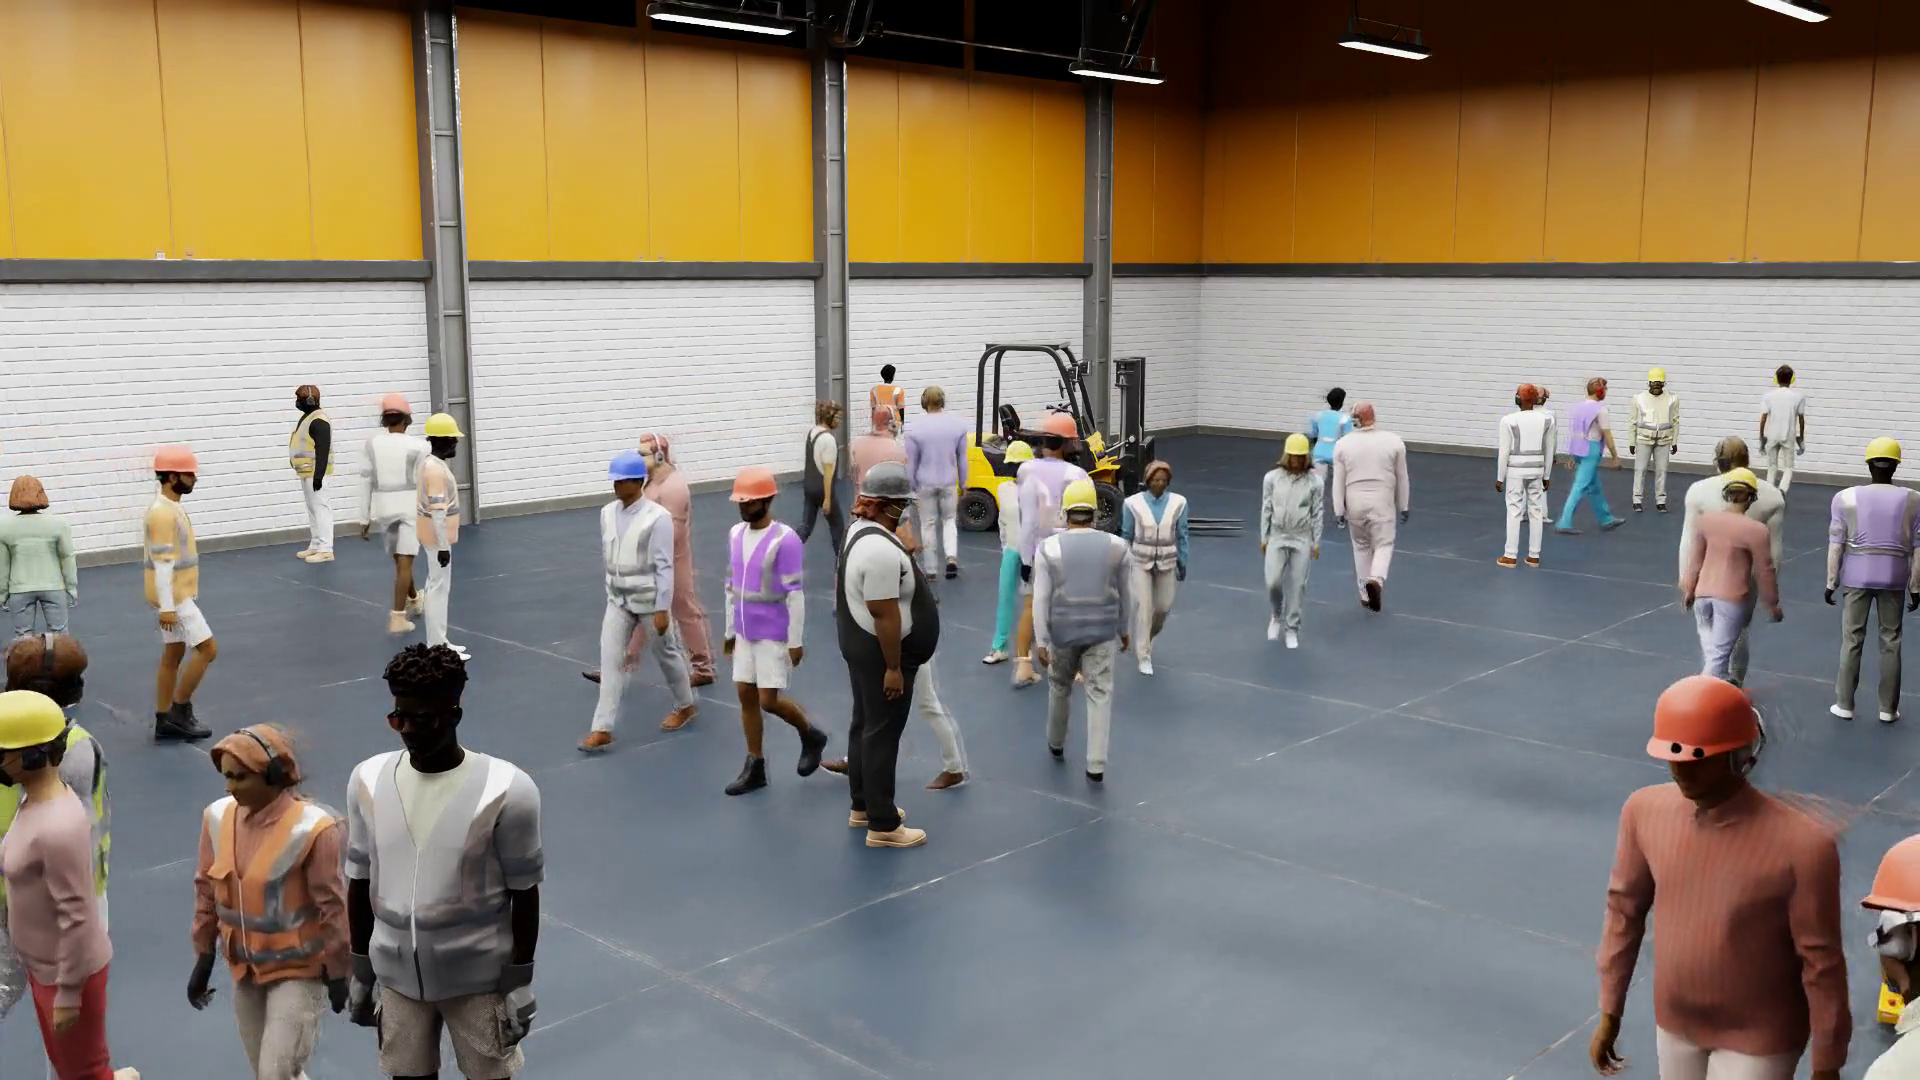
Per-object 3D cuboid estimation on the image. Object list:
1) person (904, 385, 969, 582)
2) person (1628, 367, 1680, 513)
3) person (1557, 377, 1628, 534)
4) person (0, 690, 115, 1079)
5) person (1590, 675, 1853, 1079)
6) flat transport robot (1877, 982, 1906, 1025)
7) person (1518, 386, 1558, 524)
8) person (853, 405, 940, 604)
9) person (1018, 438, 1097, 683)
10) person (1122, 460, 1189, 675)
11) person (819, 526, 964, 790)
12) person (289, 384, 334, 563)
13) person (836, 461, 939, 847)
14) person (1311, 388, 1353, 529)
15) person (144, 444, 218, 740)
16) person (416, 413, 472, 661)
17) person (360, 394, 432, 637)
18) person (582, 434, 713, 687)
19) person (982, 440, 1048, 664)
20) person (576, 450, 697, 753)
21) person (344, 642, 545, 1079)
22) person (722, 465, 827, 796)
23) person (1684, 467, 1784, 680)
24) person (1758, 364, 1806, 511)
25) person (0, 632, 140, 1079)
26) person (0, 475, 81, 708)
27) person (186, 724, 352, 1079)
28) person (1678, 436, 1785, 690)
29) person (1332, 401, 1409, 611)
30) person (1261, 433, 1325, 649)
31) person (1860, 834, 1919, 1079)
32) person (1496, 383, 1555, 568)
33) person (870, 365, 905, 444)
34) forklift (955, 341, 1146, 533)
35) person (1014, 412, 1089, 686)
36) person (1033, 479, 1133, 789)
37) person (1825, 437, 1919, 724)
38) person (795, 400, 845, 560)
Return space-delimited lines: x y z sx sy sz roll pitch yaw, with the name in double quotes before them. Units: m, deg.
"person" -0.227 -0.525 15.992 0.651 1.929 0.519 -2 10 -14
"person" 8.643 -1.245 20.729 0.589 1.827 0.403 2 9 12
"person" 7.274 -0.952 19.021 0.948 1.795 0.570 -1 9 -6
"person" -2.811 1.324 5.148 0.325 1.767 0.532 -7 12 -36
"person" 2.047 1.327 4.517 0.496 1.964 0.626 -5 11 -29
"flat transport robot" 4.297 1.763 7.028 0.652 0.197 1.431 6 11 31
"person" 6.868 -1.010 19.846 0.514 1.640 0.310 9 13 42
"person" -0.669 -0.259 14.602 0.644 1.856 1.014 9 13 44
"person" 0.716 0.132 12.297 0.647 1.818 0.559 -4 10 -25
"person" 1.461 0.175 12.654 0.522 1.613 0.628 -1 9 -4
"person" -0.398 0.676 9.701 0.897 1.575 0.547 -2 9 -12
"person" -6.728 -0.692 17.281 0.429 1.844 0.627 -6 11 -34
"person" -0.376 0.585 8.836 0.536 2.000 0.688 -3 10 -16
"person" 4.388 -0.971 19.591 0.536 1.632 0.915 6 11 33
"person" -4.996 0.347 10.656 0.514 1.918 0.565 -3 10 -20
"person" -4.018 -0.023 12.916 0.388 1.927 0.589 -3 10 -20
"person" -4.676 -0.237 14.059 0.650 1.972 1.079 0 9 3
"person" -2.217 0.178 11.877 0.977 1.858 0.645 -5 11 -29
"person" 0.524 0.076 12.946 0.530 1.722 0.897 5 11 30
"person" -2.049 0.364 10.628 0.622 1.903 1.021 5 11 30
"person" -1.528 1.262 4.917 0.605 1.966 0.367 1 9 7
"person" -1.116 0.511 9.652 0.554 1.921 0.559 8 12 41
"person" 5.088 0.393 10.924 0.662 1.728 0.548 -4 10 -22
"person" 10.198 -1.244 20.632 0.544 1.854 0.480 5 11 29
"person" -3.236 1.217 5.712 0.630 1.810 0.782 4 10 21
"person" -6.337 0.365 11.425 0.500 1.636 0.281 -4 10 -24
"person" -2.187 1.375 5.276 0.516 1.624 0.379 4 10 24
"person" 5.253 0.248 11.321 0.653 1.910 0.711 2 9 12
"person" 3.621 -0.292 14.741 0.664 1.869 0.744 3 10 19
"person" 2.649 0.008 13.278 0.496 1.730 0.366 2 9 11
"person" 1.873 1.549 3.212 0.654 1.945 0.538 -6 11 -34
"person" 5.732 -0.654 16.913 0.574 1.884 0.356 -1 9 -6
"person" -1.024 -1.634 23.527 0.529 1.690 0.321 3 10 16
"forklift" 0.977 -1.223 19.452 2.313 2.155 1.214 2 9 11
"person" 0.691 0.057 12.257 0.613 2.001 1.067 5 11 28
"person" 0.730 0.529 9.956 0.619 1.783 0.898 0 9 -2
"person" 6.121 0.271 11.140 0.585 1.918 0.378 4 10 24
"person" -1.370 -0.452 15.988 0.978 1.788 0.545 -7 11 -36
